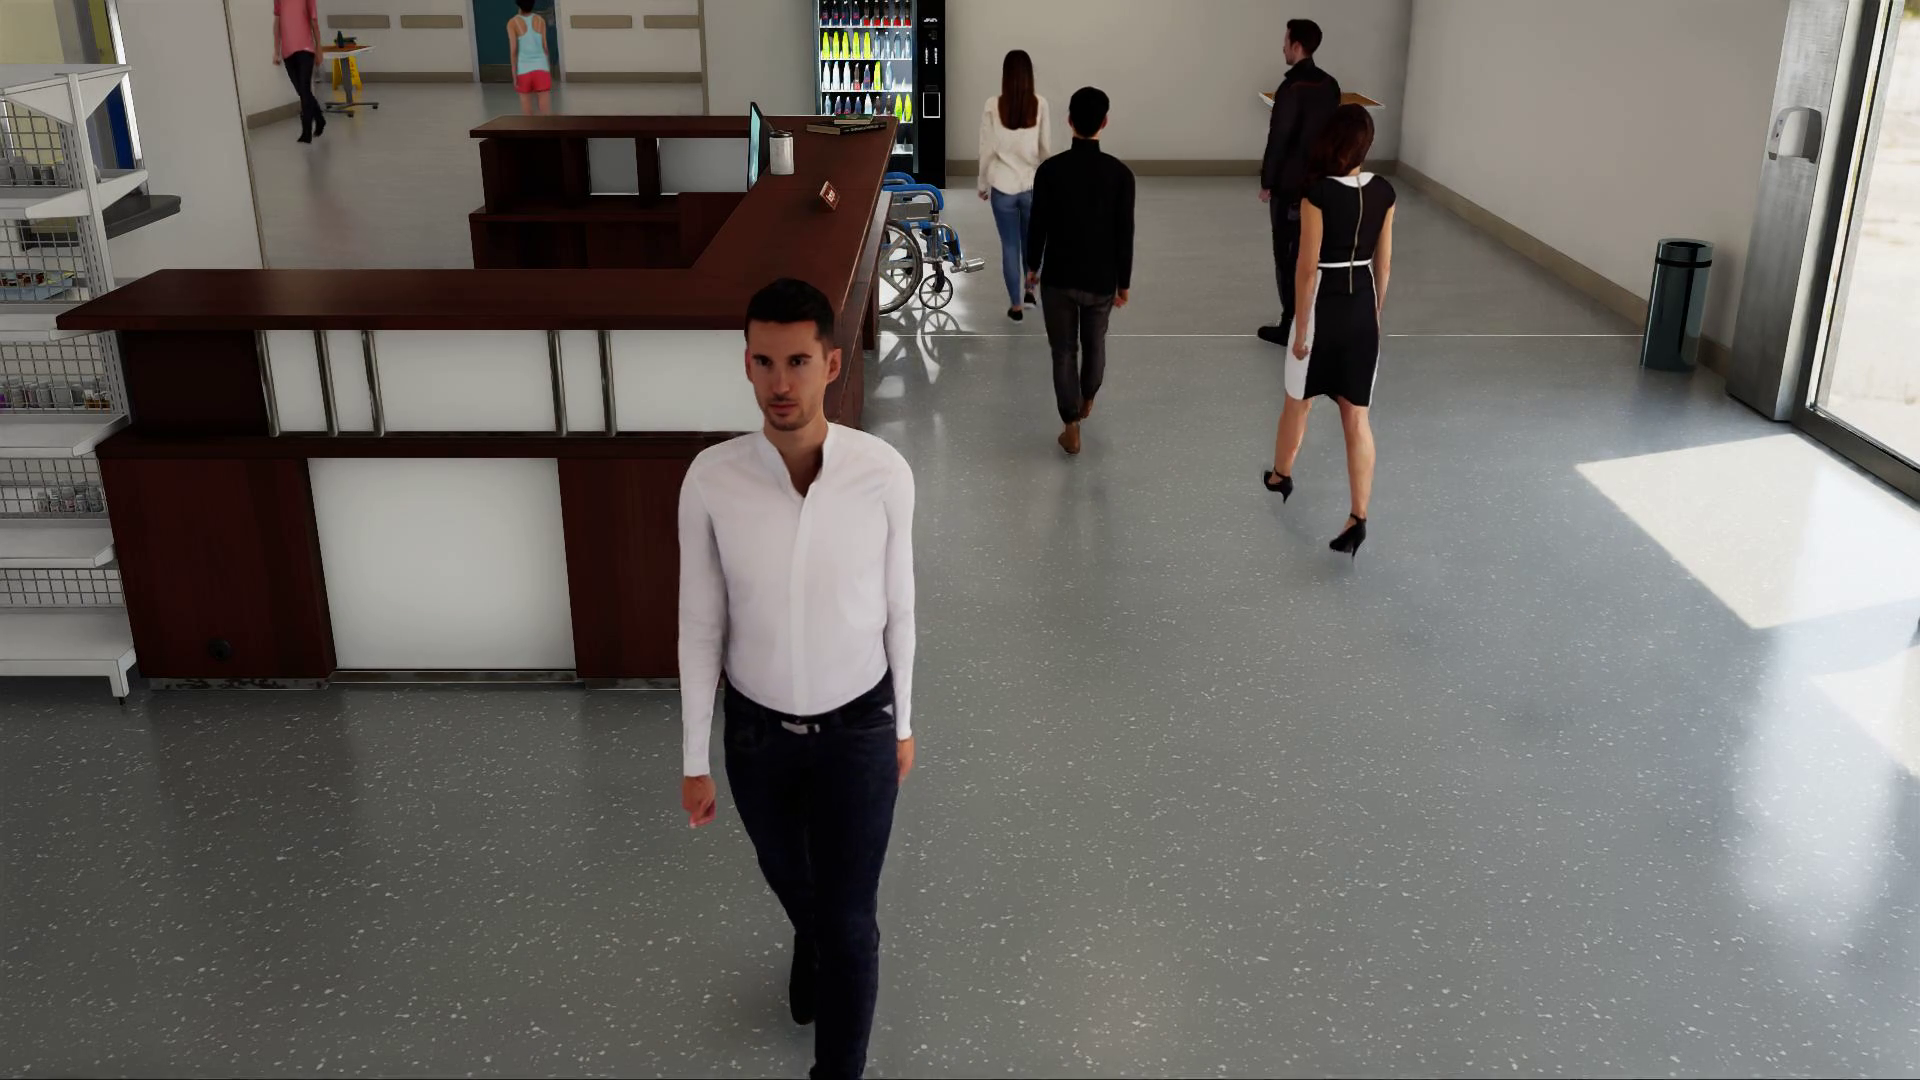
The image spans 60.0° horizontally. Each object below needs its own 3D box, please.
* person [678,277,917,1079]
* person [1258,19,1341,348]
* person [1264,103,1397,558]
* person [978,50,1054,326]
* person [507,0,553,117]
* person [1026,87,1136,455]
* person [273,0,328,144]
[{"bbox_3d":[-0.314,0.354,3.500,1.152,1.828,0.681,1,21,2],"label":"person"},{"bbox_3d":[2.058,-2.072,9.798,0.810,1.902,0.870,-19,28,-41],"label":"person"},{"bbox_3d":[1.535,-0.776,6.598,1.145,1.746,0.870,-5,21,-13],"label":"person"},{"bbox_3d":[0.371,-2.170,10.373,0.556,1.679,0.713,-2,21,-6],"label":"person"},{"bbox_3d":[-4.390,-4.787,17.192,1.069,1.744,0.925,-9,23,-23],"label":"person"},{"bbox_3d":[0.567,-1.247,7.921,0.986,1.689,0.751,-1,21,-4],"label":"person"},{"bbox_3d":[-7.394,-5.451,18.699,1.190,1.918,0.757,2,21,5],"label":"person"}]
